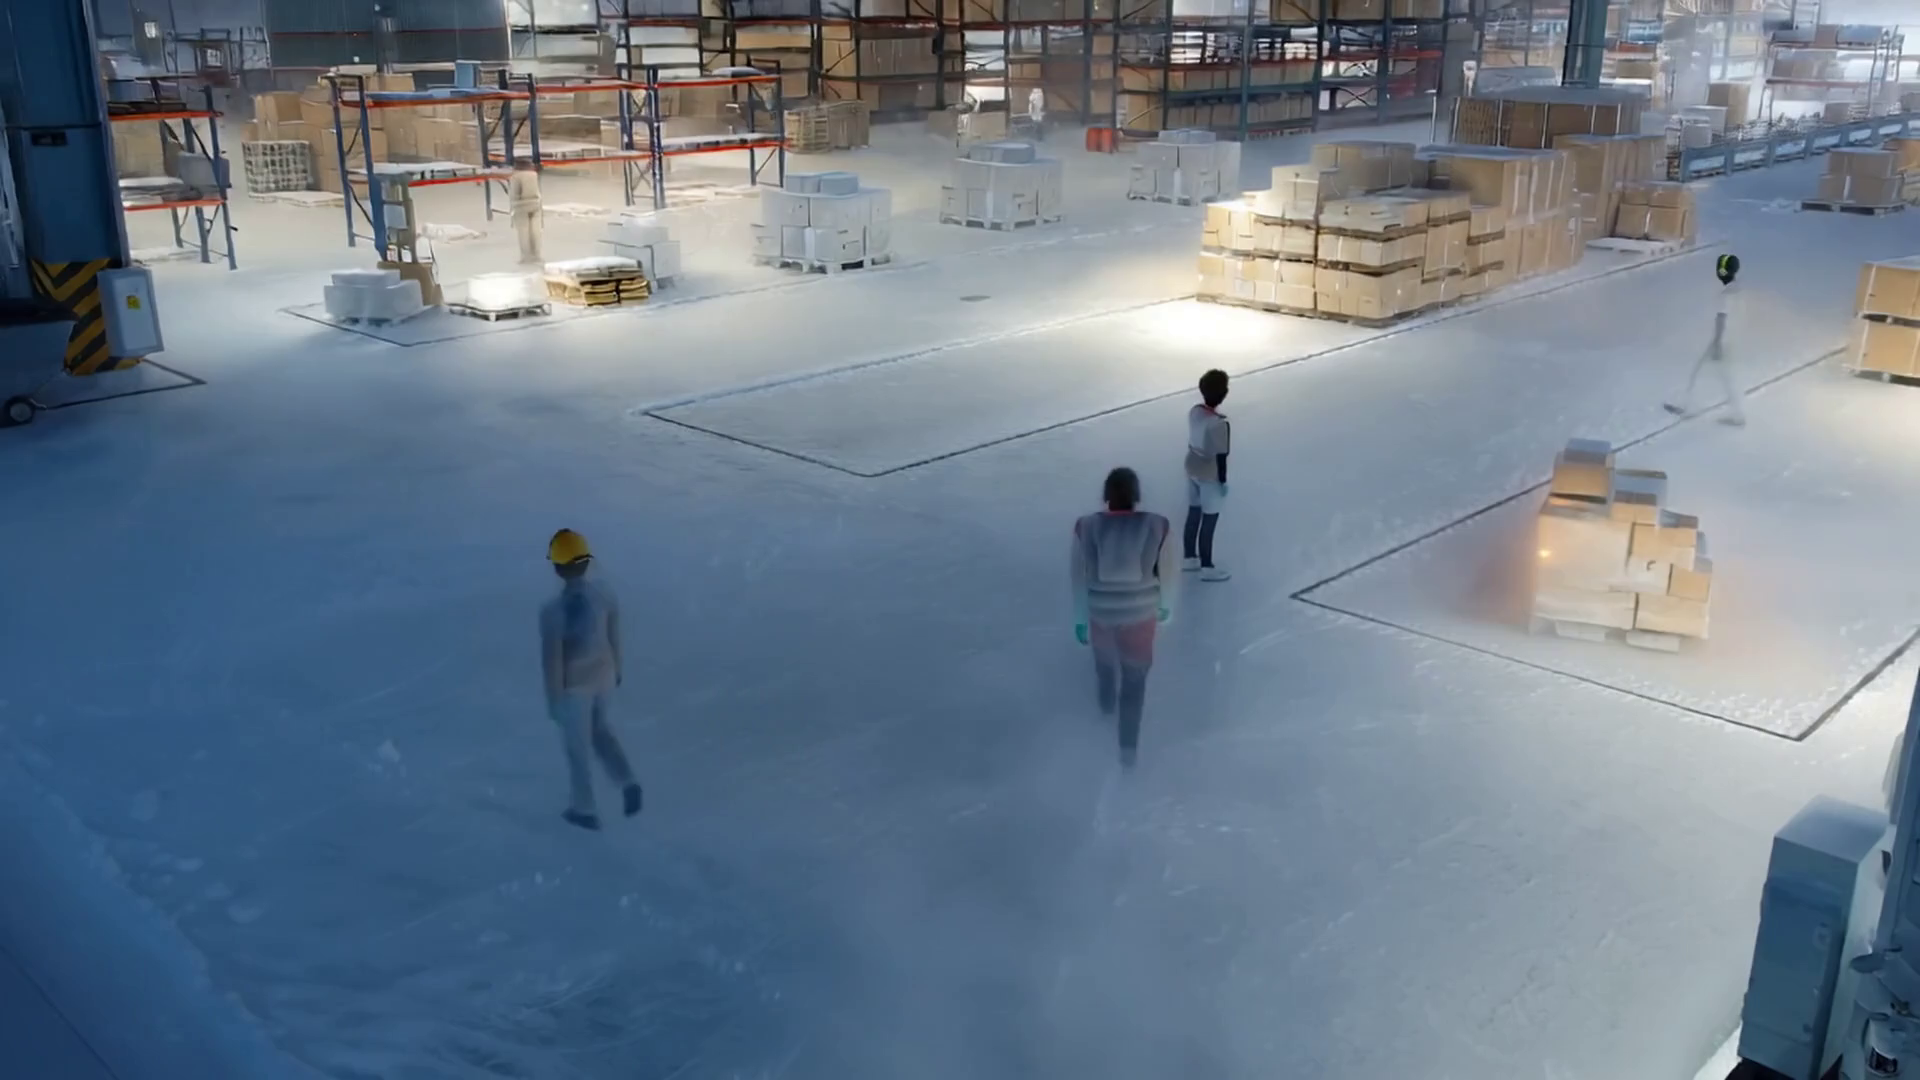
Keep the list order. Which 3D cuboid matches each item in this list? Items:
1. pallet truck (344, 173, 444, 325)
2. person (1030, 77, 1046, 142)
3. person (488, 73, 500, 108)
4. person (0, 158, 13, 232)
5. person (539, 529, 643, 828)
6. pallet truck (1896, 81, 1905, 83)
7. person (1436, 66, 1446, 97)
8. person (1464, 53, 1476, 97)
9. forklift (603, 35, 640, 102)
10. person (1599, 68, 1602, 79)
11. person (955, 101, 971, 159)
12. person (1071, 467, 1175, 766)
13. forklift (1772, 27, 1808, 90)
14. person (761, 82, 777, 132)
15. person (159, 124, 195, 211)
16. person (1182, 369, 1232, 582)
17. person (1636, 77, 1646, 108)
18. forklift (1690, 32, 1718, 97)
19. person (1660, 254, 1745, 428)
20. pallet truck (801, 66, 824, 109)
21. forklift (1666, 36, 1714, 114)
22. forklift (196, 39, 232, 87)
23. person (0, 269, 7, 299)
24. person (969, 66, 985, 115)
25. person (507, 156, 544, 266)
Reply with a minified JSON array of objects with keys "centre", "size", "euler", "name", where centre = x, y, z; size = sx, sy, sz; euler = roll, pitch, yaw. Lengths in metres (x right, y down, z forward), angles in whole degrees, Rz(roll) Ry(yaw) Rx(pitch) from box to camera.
[{"centre":[-8.209,-4.181,23.757],"size":[0.823,1.965,1.885],"euler":[3,19,9],"name":"pallet truck"},{"centre":[2.397,-13.193,50.982],"size":[0.430,1.951,0.631],"euler":[12,22,32],"name":"person"},{"centre":[-15.355,-14.461,54.931],"size":[1.005,1.877,0.591],"euler":[9,20,25],"name":"person"},{"centre":[-18.694,-6.975,32.314],"size":[0.675,1.914,0.443],"euler":[13,23,35],"name":"person"},{"centre":[-2.050,0.789,9.151],"size":[0.459,1.755,0.540],"euler":[15,23,37],"name":"person"},{"centre":[34.802,-16.331,61.455],"size":[0.653,1.274,1.630],"euler":[17,25,41],"name":"pallet truck"},{"centre":[18.930,-17.842,65.480],"size":[0.286,1.636,0.500],"euler":[16,24,40],"name":"person"},{"centre":[22.101,-20.143,72.080],"size":[0.390,1.850,0.565],"euler":[-13,23,-35],"name":"person"},{"centre":[-13.150,-17.640,62.928],"size":[1.873,2.768,1.129],"euler":[0,18,-1],"name":"forklift"},{"centre":[22.291,-15.553,58.185],"size":[0.636,1.900,0.399],"euler":[11,21,30],"name":"person"},{"centre":[0.062,-9.714,40.553],"size":[0.426,1.915,0.616],"euler":[1,18,4],"name":"person"},{"centre":[0.990,0.435,10.185],"size":[0.620,1.797,1.001],"euler":[3,19,10],"name":"person"},{"centre":[38.812,-22.381,77.212],"size":[1.129,2.768,1.873],"euler":[17,25,41],"name":"forklift"},{"centre":[-6.192,-14.177,54.395],"size":[0.540,1.667,0.804],"euler":[-10,21,-28],"name":"person"},{"centre":[-16.632,-7.860,35.138],"size":[0.838,1.821,0.520],"euler":[10,21,27],"name":"person"},{"centre":[1.963,-0.517,13.185],"size":[0.322,1.697,0.530],"euler":[-7,20,-19],"name":"person"},{"centre":[22.704,-14.655,55.808],"size":[0.521,1.673,0.548],"euler":[-17,25,-41],"name":"person"},{"centre":[29.938,-19.120,67.387],"size":[1.129,2.768,1.873],"euler":[17,25,41],"name":"forklift"},{"centre":[8.142,-2.158,17.933],"size":[0.554,1.824,0.947],"euler":[-13,22,-34],"name":"person"},{"centre":[-4.812,-15.182,56.903],"size":[0.823,1.965,1.885],"euler":[-9,21,-26],"name":"pallet truck"},{"centre":[27.341,-17.291,61.877],"size":[1.129,2.768,1.873],"euler":[17,25,41],"name":"forklift"},{"centre":[-26.222,-16.221,58.652],"size":[1.129,2.768,1.873],"euler":[1,18,3],"name":"forklift"},{"centre":[-14.502,-4.405,24.637],"size":[0.523,1.866,0.620],"euler":[-3,19,-9],"name":"person"},{"centre":[0.616,-15.729,58.671],"size":[0.654,1.924,0.643],"euler":[-11,21,-30],"name":"person"},{"centre":[-7.393,-5.590,28.271],"size":[0.431,1.835,0.624],"euler":[17,25,41],"name":"person"}]
